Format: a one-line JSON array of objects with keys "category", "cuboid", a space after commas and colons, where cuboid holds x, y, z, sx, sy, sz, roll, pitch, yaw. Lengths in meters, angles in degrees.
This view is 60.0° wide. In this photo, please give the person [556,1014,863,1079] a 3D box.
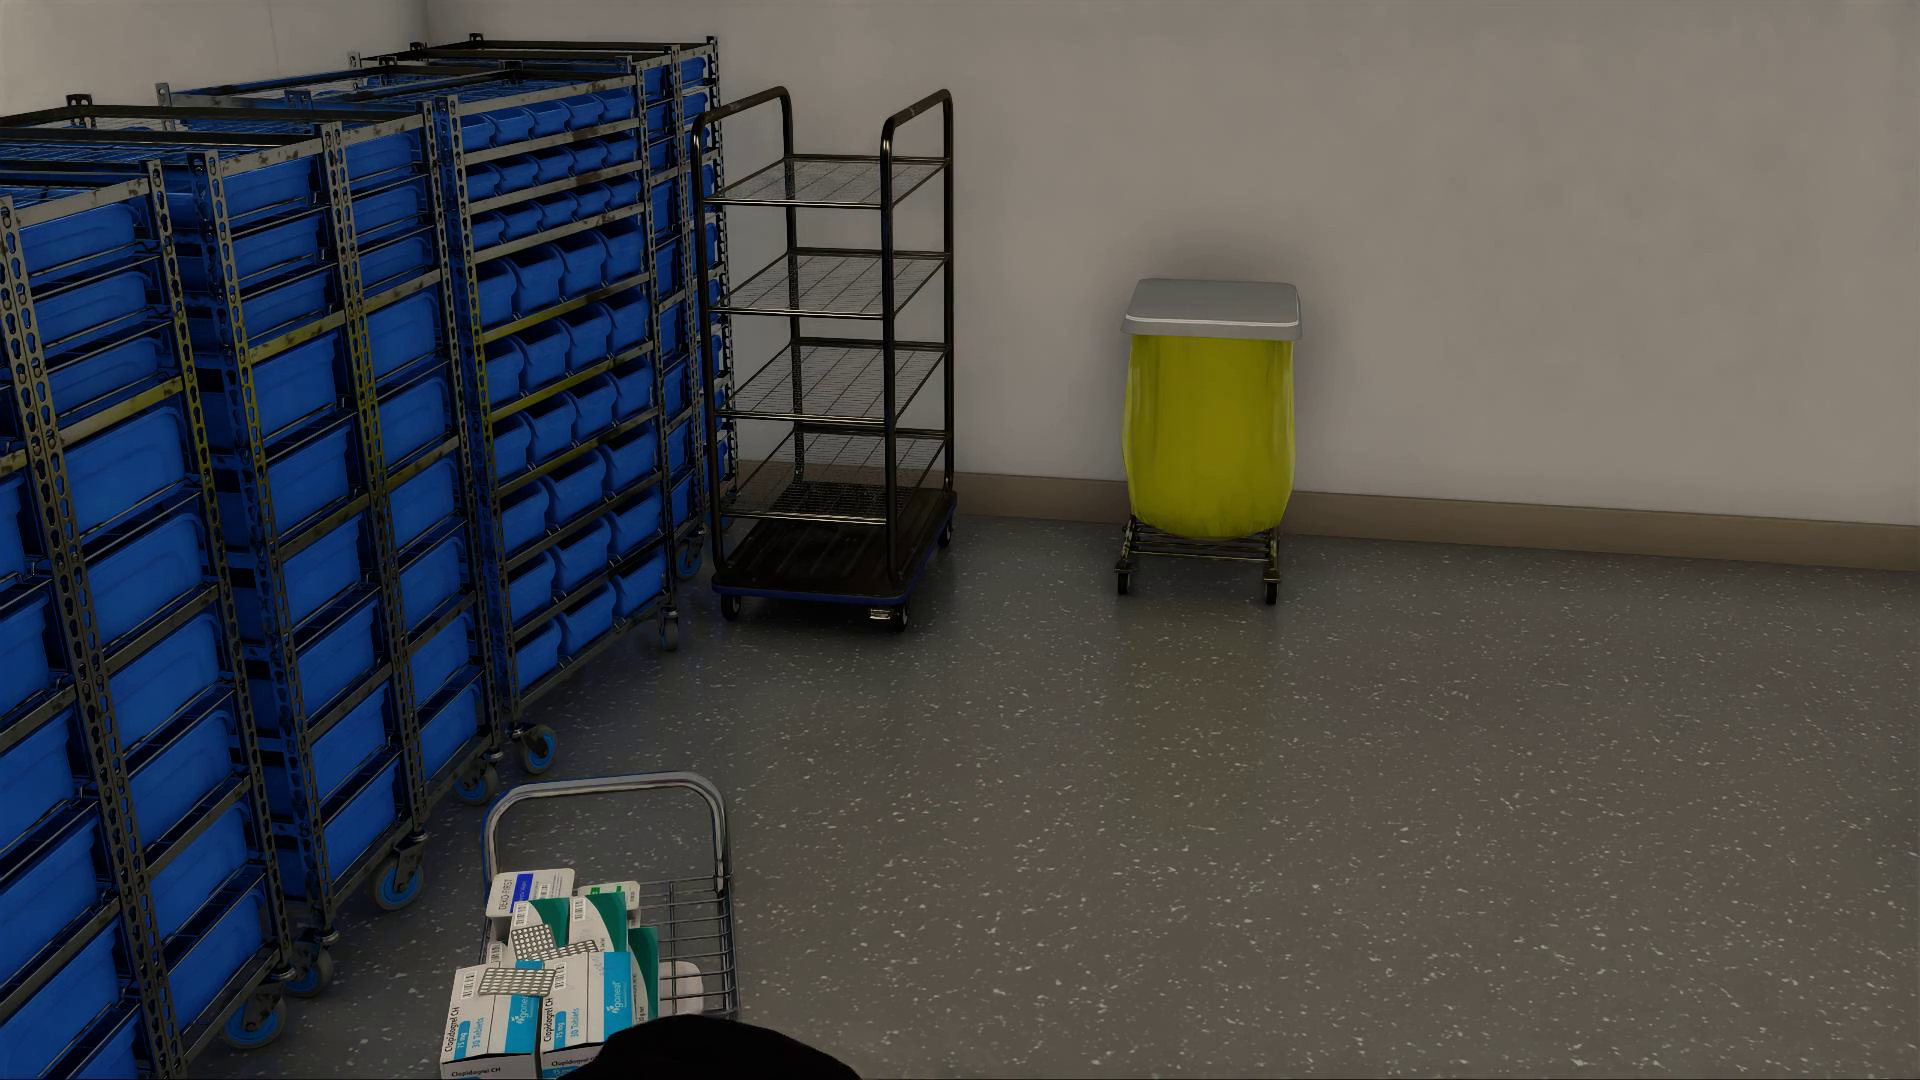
[{"category": "person", "cuboid": [-0.096, 0.999, 1.035, 0.551, 1.660, 0.609, 7, 22, 17]}]
